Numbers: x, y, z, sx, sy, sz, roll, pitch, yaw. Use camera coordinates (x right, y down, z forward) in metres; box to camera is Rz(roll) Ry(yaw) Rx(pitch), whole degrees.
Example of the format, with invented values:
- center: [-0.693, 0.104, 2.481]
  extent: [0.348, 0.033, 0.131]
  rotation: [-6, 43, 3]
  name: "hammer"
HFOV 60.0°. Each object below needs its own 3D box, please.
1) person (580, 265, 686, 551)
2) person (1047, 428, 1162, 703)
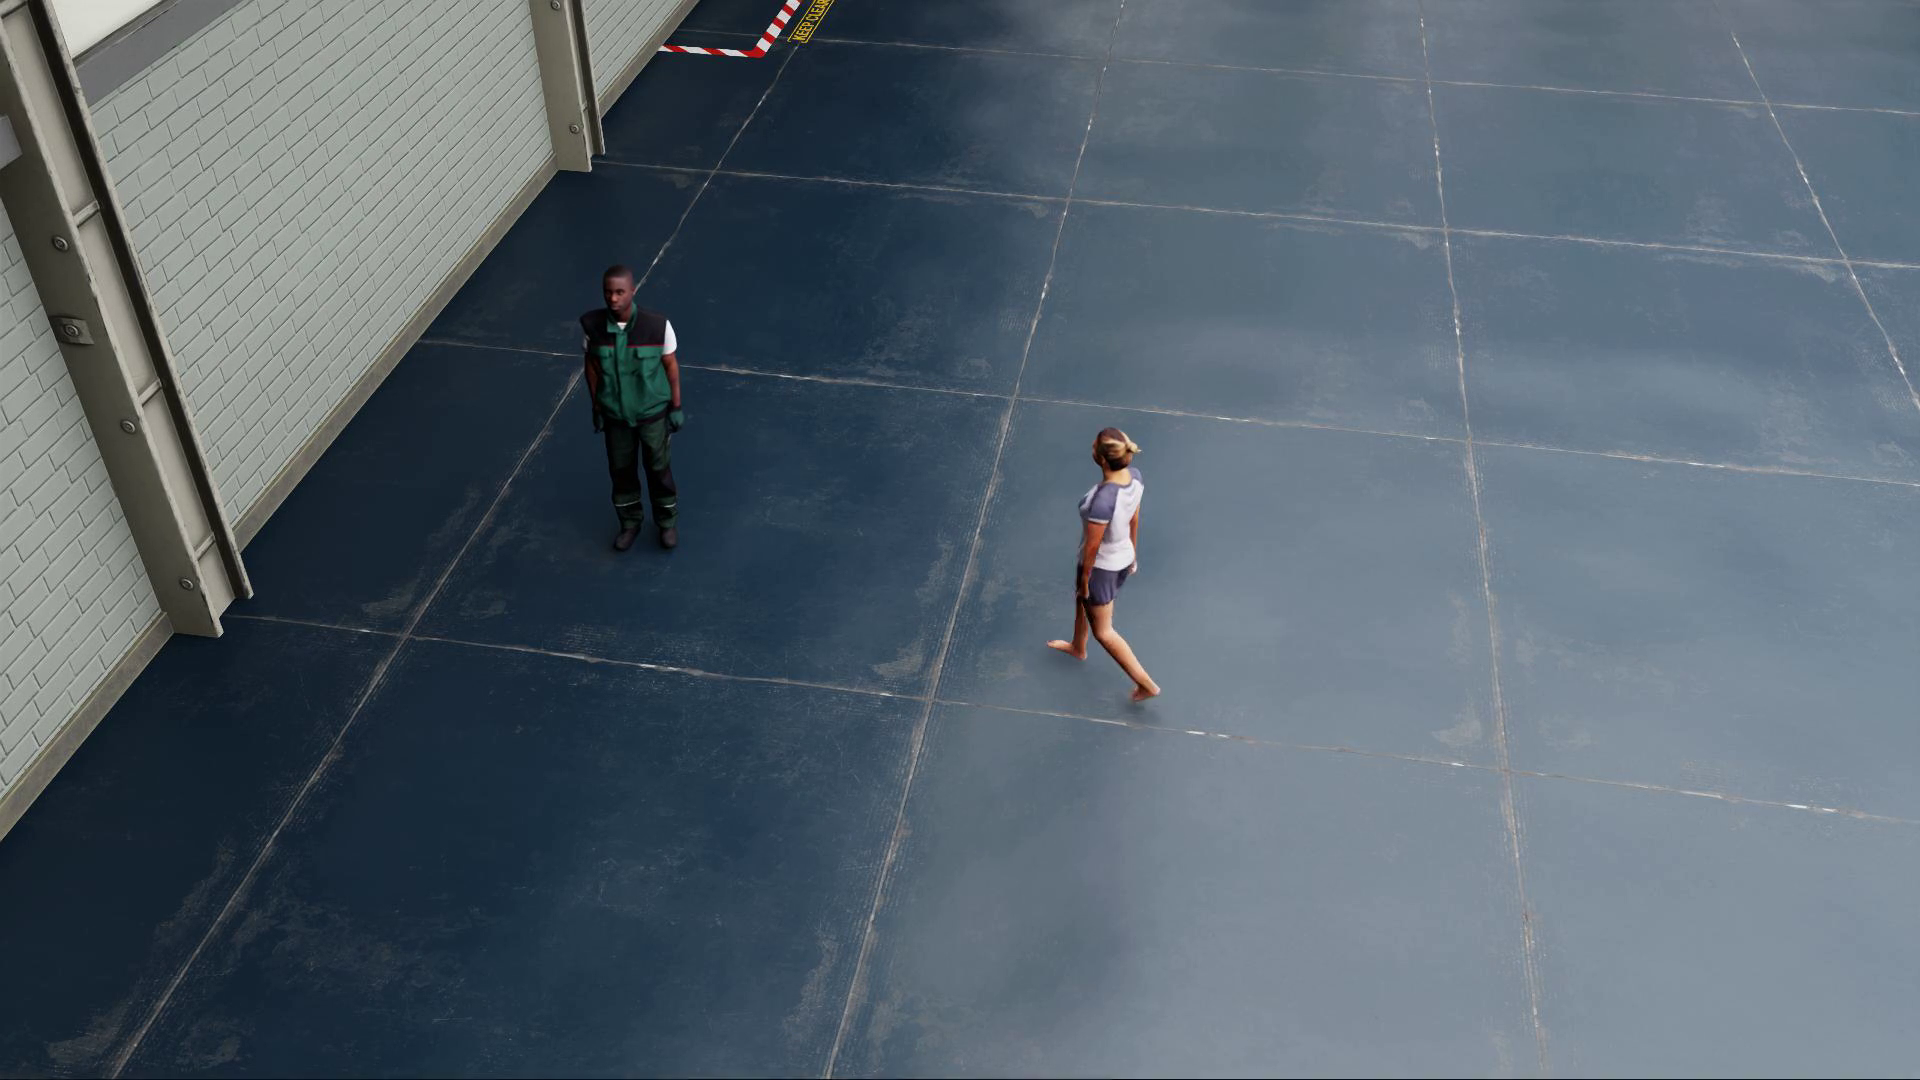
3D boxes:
- center: [-1.851, -0.753, 9.482]
  extent: [0.723, 1.839, 0.669]
  rotation: [0, 38, 0]
  name: "person"
- center: [0.801, 0.153, 8.522]
  extent: [0.903, 1.595, 1.005]
  rotation: [24, 44, 27]
  name: "person"
